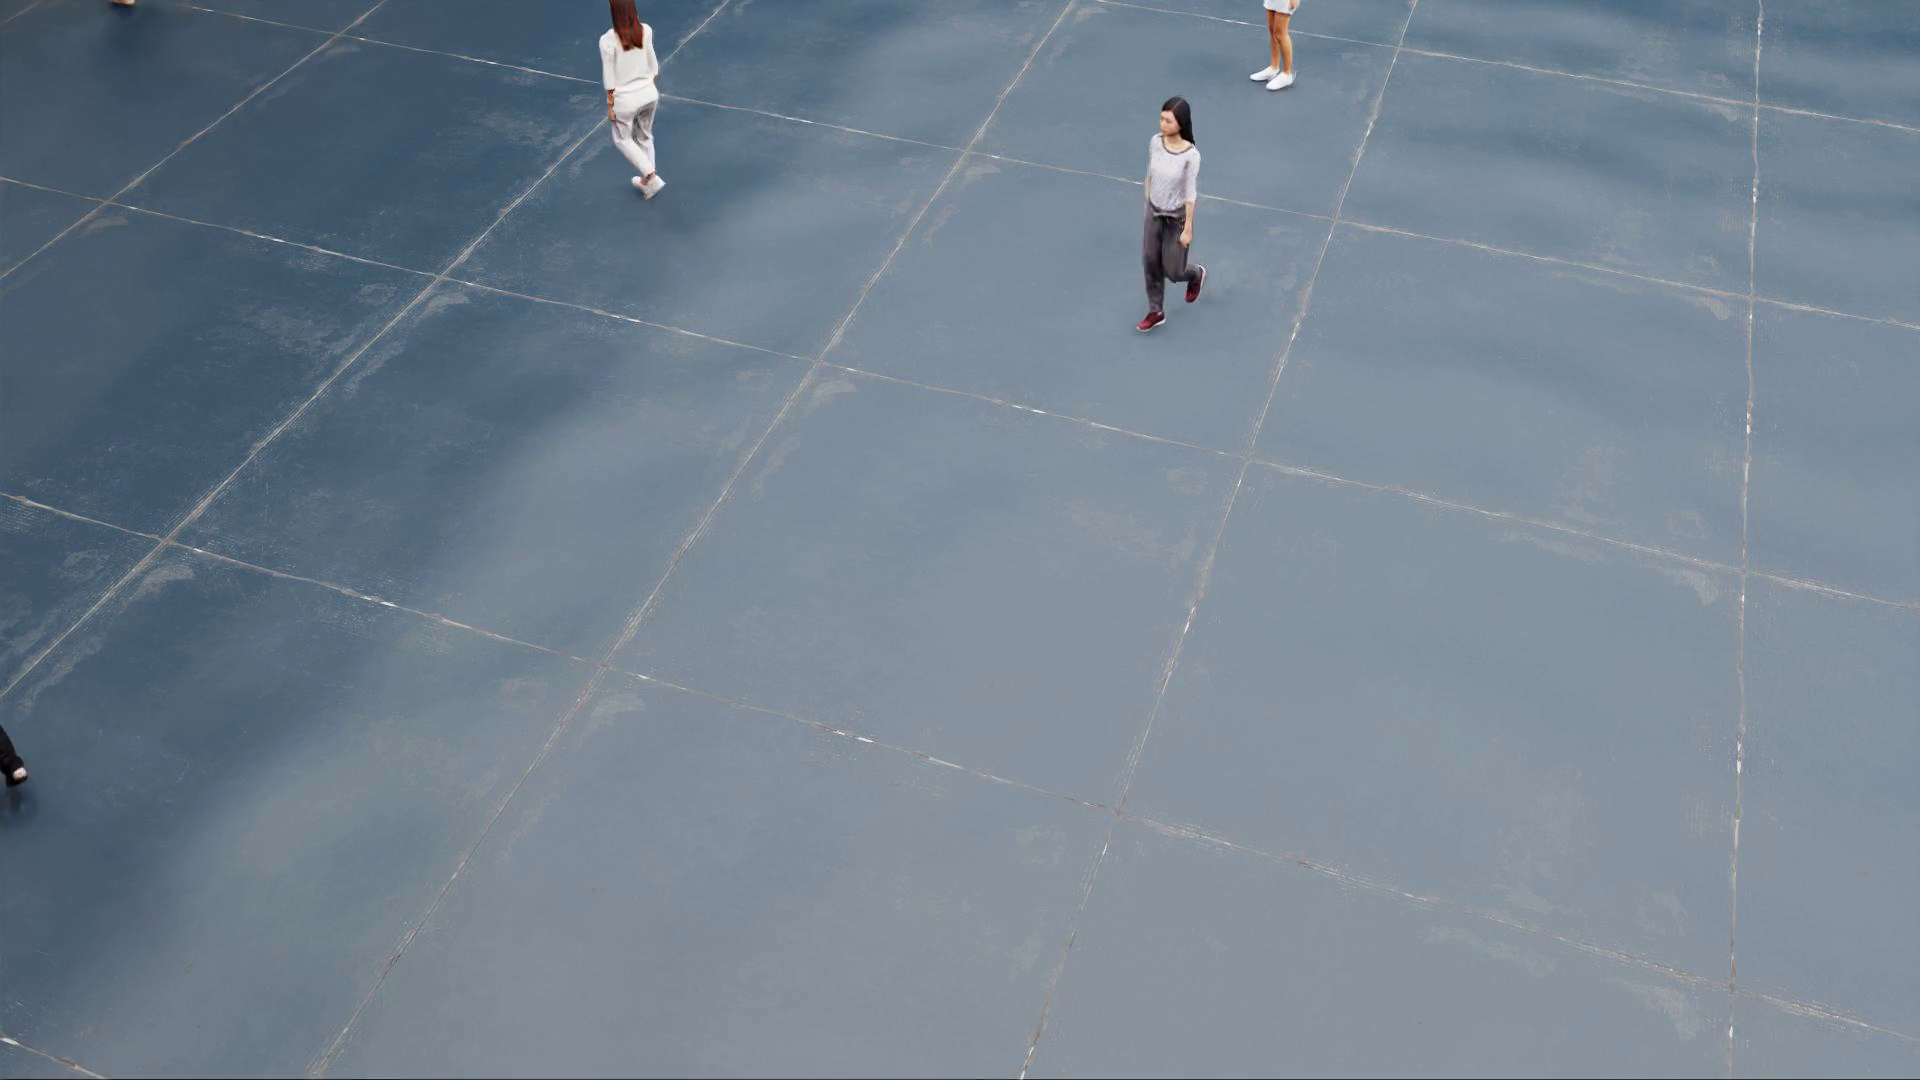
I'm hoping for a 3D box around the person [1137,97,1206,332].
[{"bbox_3d":[1.466,-2.193,11.160,0.870,1.719,0.883,-34,53,-31],"label":"person"}]

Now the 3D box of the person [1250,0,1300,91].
[{"bbox_3d":[2.694,-4.582,13.711,0.760,1.730,0.701,-17,46,-18],"label":"person"}]

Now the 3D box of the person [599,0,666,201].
[{"bbox_3d":[-2.392,-3.255,12.328,0.786,1.677,0.876,-31,51,-29],"label":"person"}]
